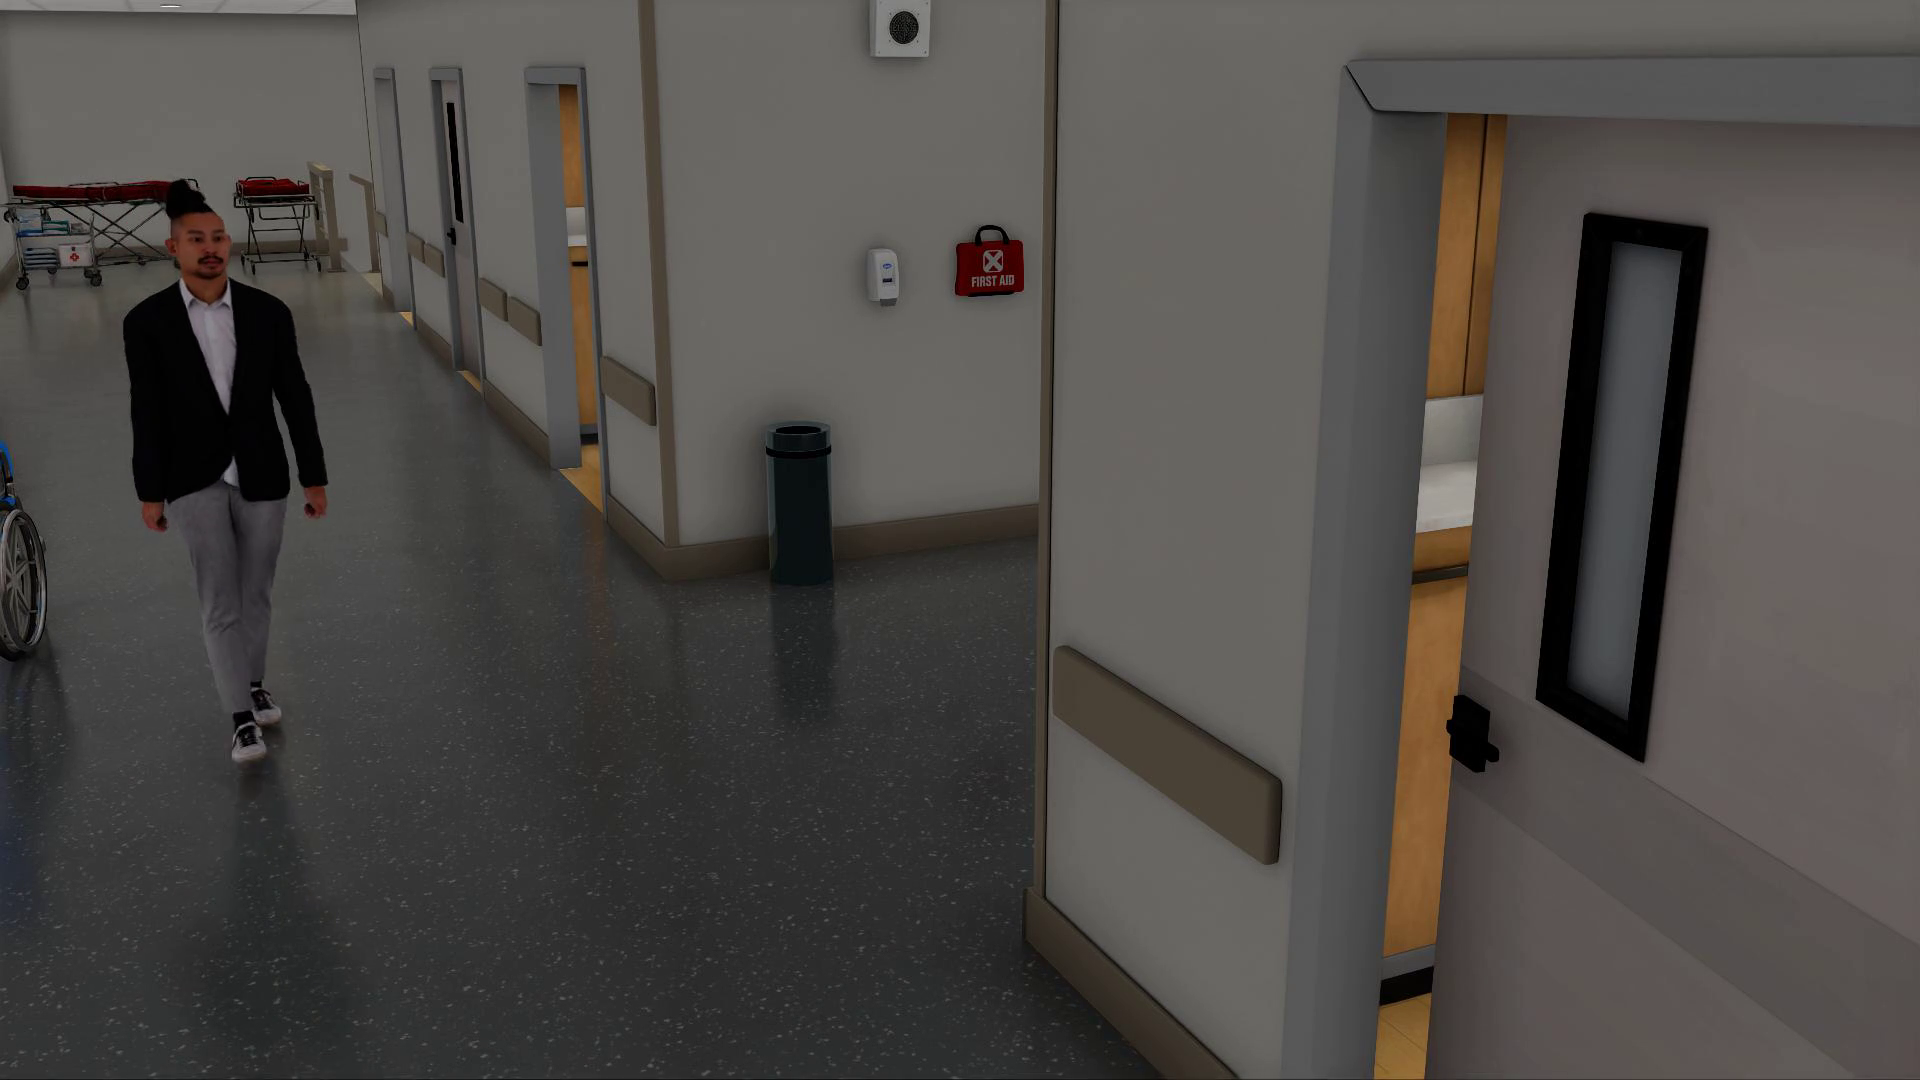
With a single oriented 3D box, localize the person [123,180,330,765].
[{"bbox_3d":[-2.560,-0.249,5.756,0.838,1.924,1.062,-11,19,-33],"label":"person"}]
